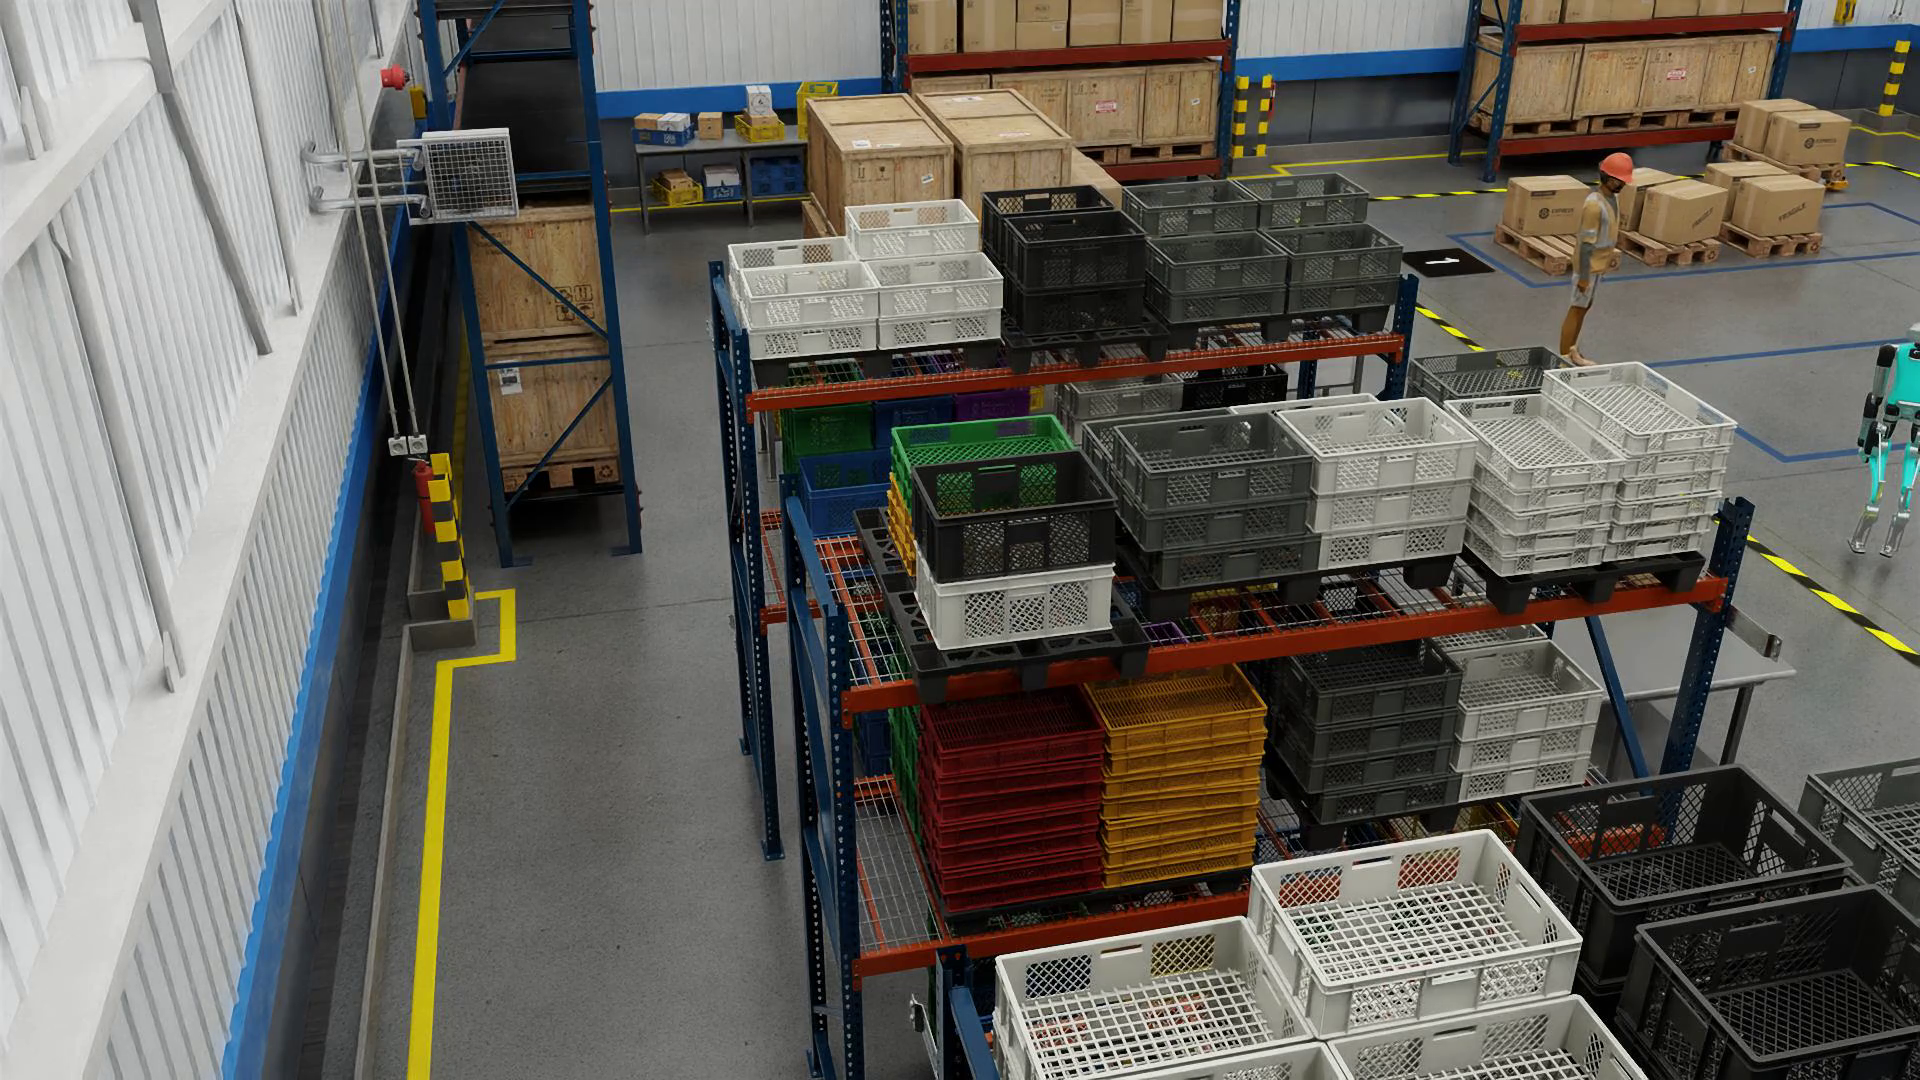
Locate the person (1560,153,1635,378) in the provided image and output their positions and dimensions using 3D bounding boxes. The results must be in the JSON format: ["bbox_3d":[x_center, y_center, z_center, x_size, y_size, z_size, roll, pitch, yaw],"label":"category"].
[{"bbox_3d":[5.645,-2.435,14.778,0.400,2.033,0.607,18,33,31],"label":"person"}]

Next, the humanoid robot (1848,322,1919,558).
[{"bbox_3d":[6.515,-0.636,11.533,0.533,1.677,0.735,13,31,24],"label":"humanoid robot"}]

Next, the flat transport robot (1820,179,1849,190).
[{"bbox_3d":[10.134,-4.473,20.503,1.431,0.197,0.652,-6,28,-12],"label":"flat transport robot"}]

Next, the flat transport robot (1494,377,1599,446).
[{"bbox_3d":[4.780,-1.036,14.013,0.659,0.231,1.431,-6,28,-12],"label":"flat transport robot"}]
